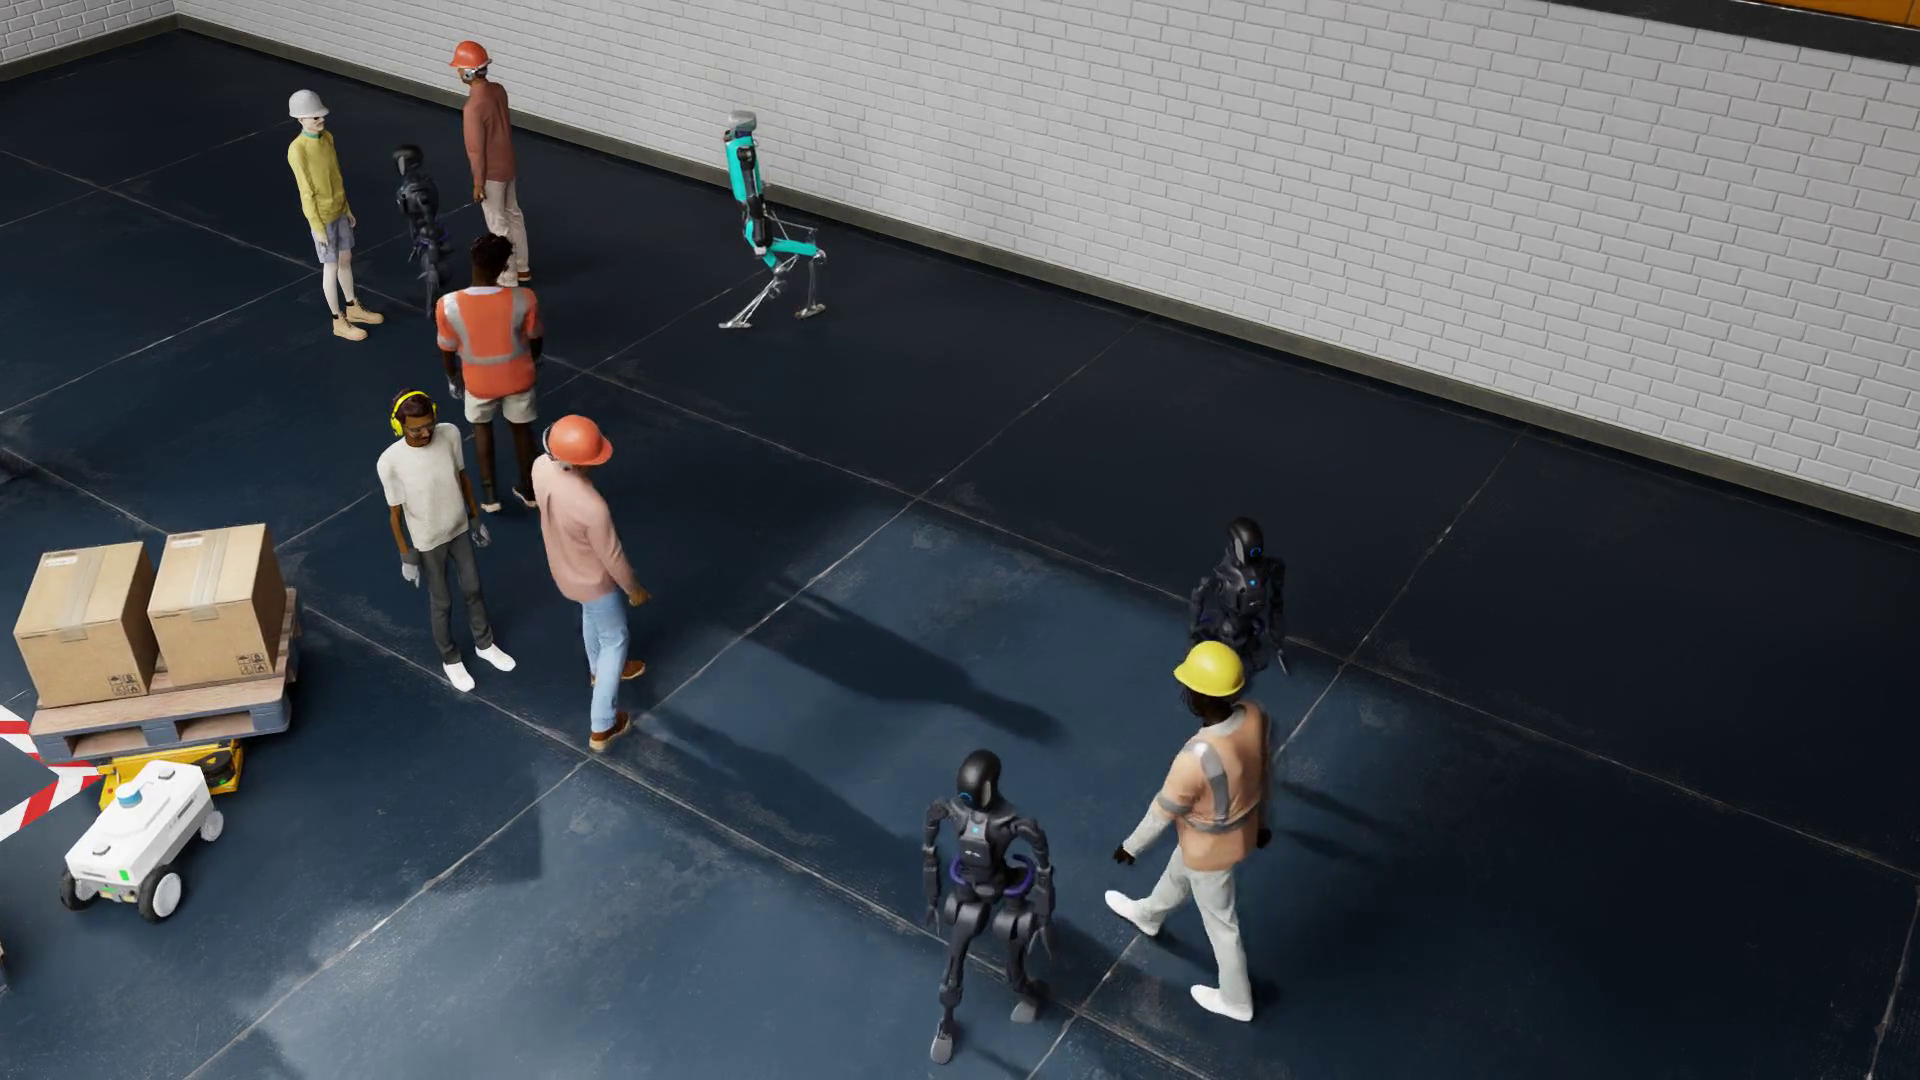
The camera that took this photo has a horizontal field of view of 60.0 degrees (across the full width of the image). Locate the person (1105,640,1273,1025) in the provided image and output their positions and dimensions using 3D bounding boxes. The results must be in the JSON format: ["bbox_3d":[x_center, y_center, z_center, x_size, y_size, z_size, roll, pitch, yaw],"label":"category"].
[{"bbox_3d":[0.983,1.217,7.123,0.959,1.881,0.601,22,41,28],"label":"person"}]

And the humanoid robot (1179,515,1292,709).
[{"bbox_3d":[1.377,0.582,8.219,0.599,1.637,0.633,-15,38,-21],"label":"humanoid robot"}]

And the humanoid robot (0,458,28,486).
[{"bbox_3d":[-6.440,-0.941,10.422,0.600,1.649,0.649,22,41,29],"label":"humanoid robot"}]

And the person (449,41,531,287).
[{"bbox_3d":[-3.621,-2.864,12.865,0.395,1.990,0.620,5,35,7],"label":"person"}]

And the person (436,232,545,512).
[{"bbox_3d":[-2.858,-1.038,10.297,0.641,1.928,0.523,-7,36,-10],"label":"person"}]

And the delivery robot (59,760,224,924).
[{"bbox_3d":[-3.920,1.418,7.981,0.499,0.587,0.788,7,36,10],"label":"delivery robot"}]

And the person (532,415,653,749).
[{"bbox_3d":[-1.889,0.154,8.597,0.590,1.946,0.630,-29,44,-34],"label":"person"}]

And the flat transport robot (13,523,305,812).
[{"bbox_3d":[-4.190,0.880,9.006,0.659,0.231,1.431,-8,36,-11],"label":"flat transport robot"}]

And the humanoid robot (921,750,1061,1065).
[{"bbox_3d":[0.139,1.507,6.918,0.616,1.647,0.532,13,37,18],"label":"humanoid robot"}]

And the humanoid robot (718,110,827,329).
[{"bbox_3d":[-1.350,-2.356,12.382,1.041,1.755,0.556,-11,36,-15],"label":"humanoid robot"}]

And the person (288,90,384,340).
[{"bbox_3d":[-4.668,-2.404,12.287,0.385,1.891,0.473,7,36,10],"label":"person"}]

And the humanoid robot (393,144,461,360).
[{"bbox_3d":[-3.802,-2.071,11.986,0.381,1.648,0.591,-18,39,-24],"label":"humanoid robot"}]

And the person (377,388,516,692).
[{"bbox_3d":[-2.756,-0.005,8.891,0.345,1.856,0.526,25,42,32],"label":"person"}]
